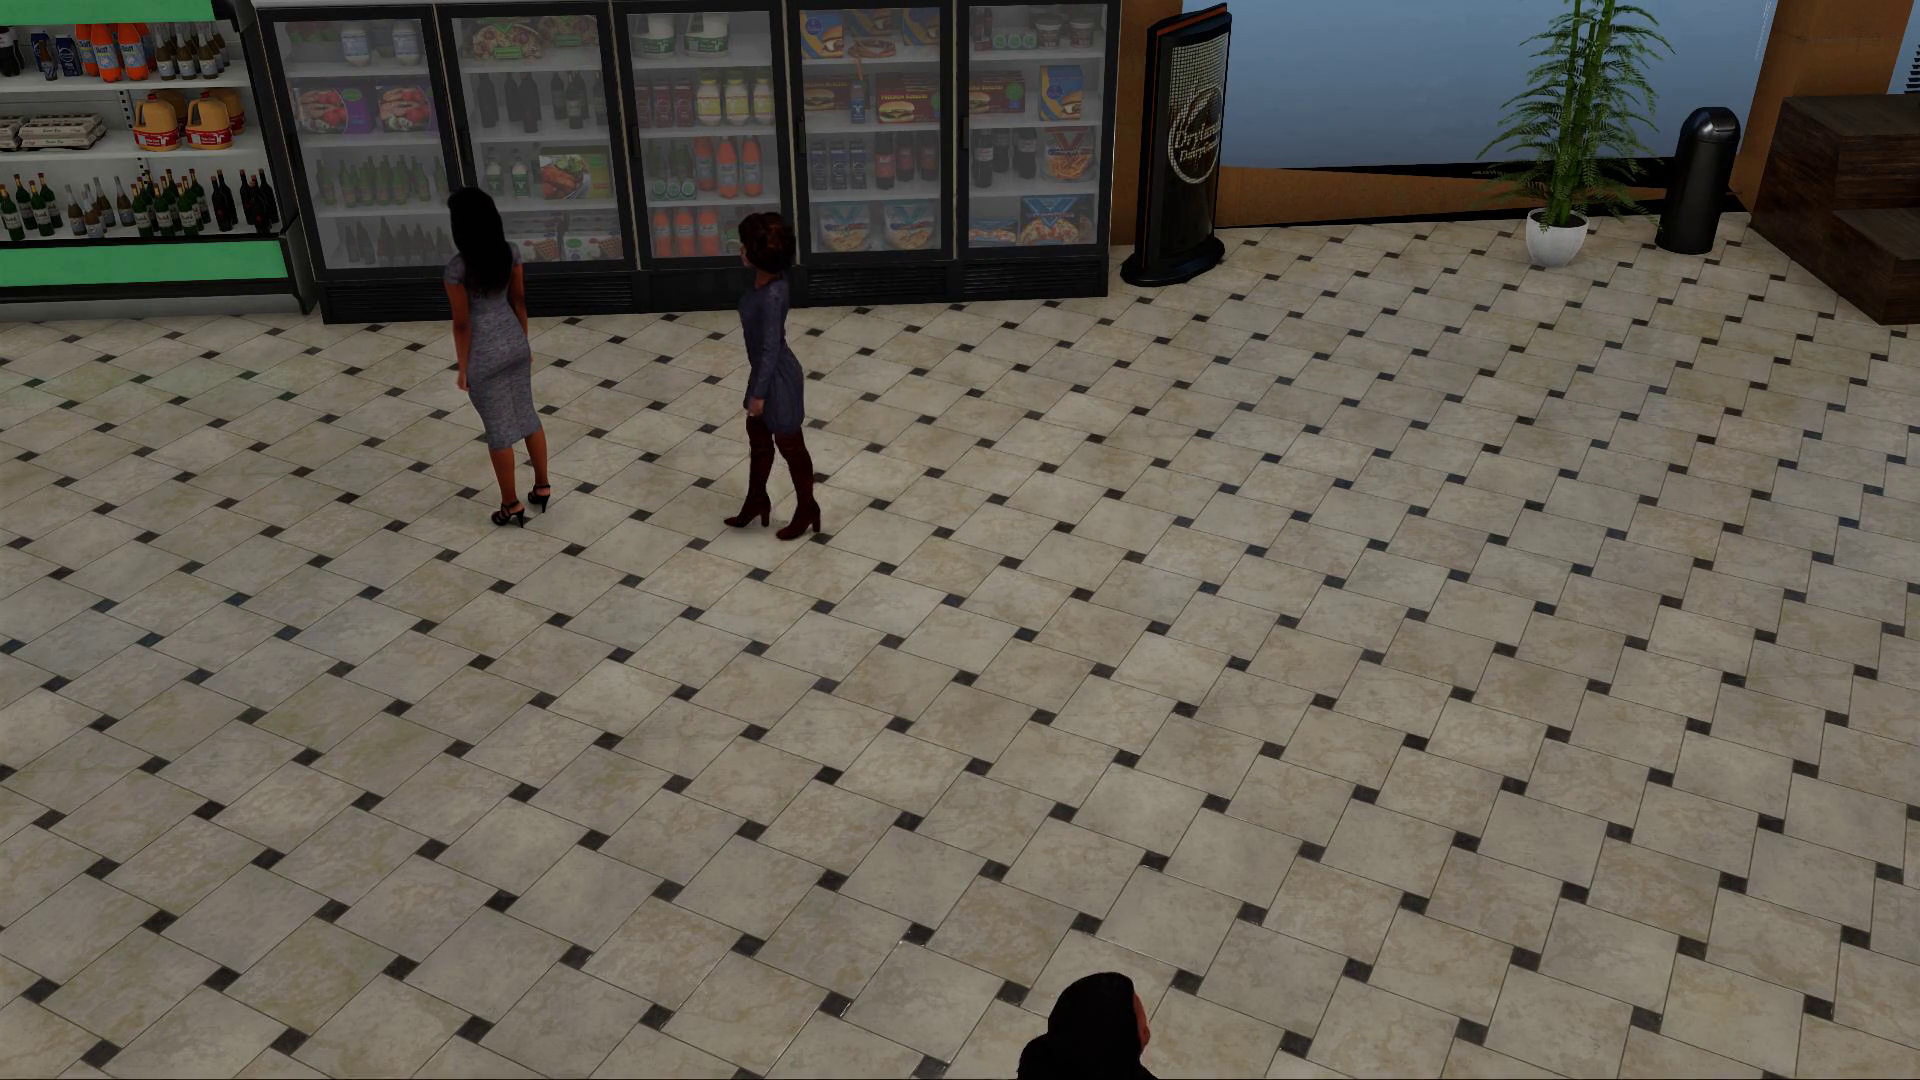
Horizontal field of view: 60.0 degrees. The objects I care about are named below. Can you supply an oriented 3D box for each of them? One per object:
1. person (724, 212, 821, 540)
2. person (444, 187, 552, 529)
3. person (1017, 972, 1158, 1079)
[{"bbox_3d":[-0.850,-0.772,8.111,0.738,1.703,0.645,-7,33,-11],"label":"person"},{"bbox_3d":[-2.281,-0.883,8.215,0.717,1.781,0.657,24,39,33],"label":"person"},{"bbox_3d":[0.260,1.771,4.145,1.222,1.575,1.026,-21,38,-30],"label":"person"}]
